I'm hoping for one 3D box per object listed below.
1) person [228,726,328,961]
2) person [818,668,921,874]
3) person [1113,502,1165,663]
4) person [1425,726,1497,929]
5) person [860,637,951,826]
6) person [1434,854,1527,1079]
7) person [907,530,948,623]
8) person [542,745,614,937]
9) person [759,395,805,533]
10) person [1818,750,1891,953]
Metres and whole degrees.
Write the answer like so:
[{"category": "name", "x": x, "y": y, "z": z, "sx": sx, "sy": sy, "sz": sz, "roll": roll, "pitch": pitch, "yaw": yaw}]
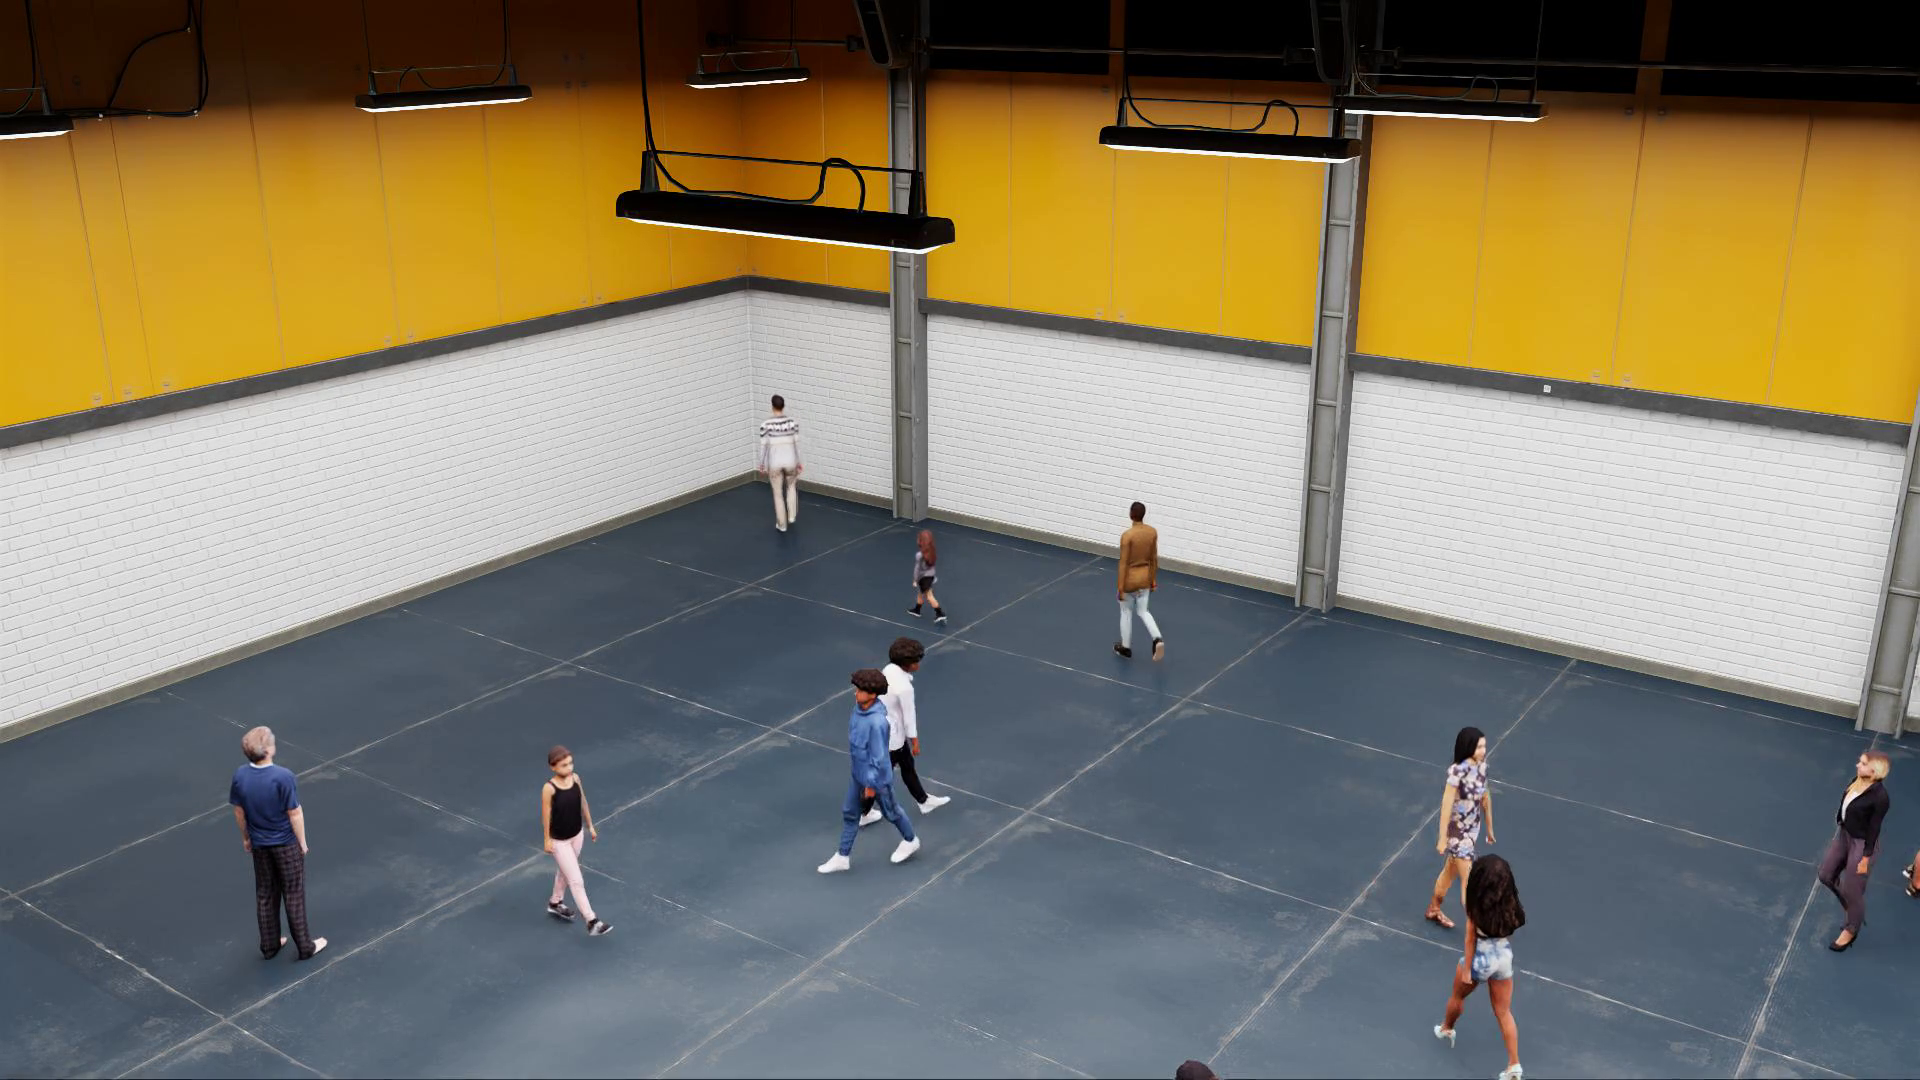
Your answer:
[{"category": "person", "x": -5.131, "y": 2.269, "z": 12.451, "sx": 0.664, "sy": 1.870, "sz": 0.799, "roll": 2, "pitch": 19, "yaw": 5}, {"category": "person", "x": -0.649, "y": 1.895, "z": 13.704, "sx": 1.083, "sy": 1.780, "sz": 1.196, "roll": -9, "pitch": 21, "yaw": -26}, {"category": "person", "x": 1.938, "y": 0.484, "z": 17.861, "sx": 0.914, "sy": 1.800, "sz": 1.118, "roll": -10, "pitch": 21, "yaw": -28}, {"category": "person", "x": 3.799, "y": 2.226, "z": 12.828, "sx": 0.760, "sy": 1.711, "sz": 0.998, "roll": -16, "pitch": 24, "yaw": -39}, {"category": "person", "x": -0.654, "y": 1.676, "z": 14.397, "sx": 1.147, "sy": 1.751, "sz": 1.144, "roll": -9, "pitch": 20, "yaw": -24}, {"category": "person", "x": 3.558, "y": 2.887, "z": 11.059, "sx": 0.939, "sy": 1.586, "sz": 1.108, "roll": -7, "pitch": 20, "yaw": -20}, {"category": "person", "x": -0.354, "y": 0.432, "z": 19.138, "sx": 0.794, "sy": 1.083, "sz": 0.481, "roll": 12, "pitch": 22, "yaw": 31}, {"category": "person", "x": -3.093, "y": 2.303, "z": 12.897, "sx": 0.983, "sy": 1.521, "sz": 0.530, "roll": 12, "pitch": 22, "yaw": 32}, {"category": "person", "x": -2.355, "y": -0.996, "z": 22.182, "sx": 0.845, "sy": 1.846, "sz": 0.874, "roll": -6, "pitch": 19, "yaw": -17}, {"category": "person", "x": 6.846, "y": 2.349, "z": 12.539, "sx": 0.781, "sy": 1.662, "sz": 0.729, "roll": -1, "pitch": 19, "yaw": -3}]
